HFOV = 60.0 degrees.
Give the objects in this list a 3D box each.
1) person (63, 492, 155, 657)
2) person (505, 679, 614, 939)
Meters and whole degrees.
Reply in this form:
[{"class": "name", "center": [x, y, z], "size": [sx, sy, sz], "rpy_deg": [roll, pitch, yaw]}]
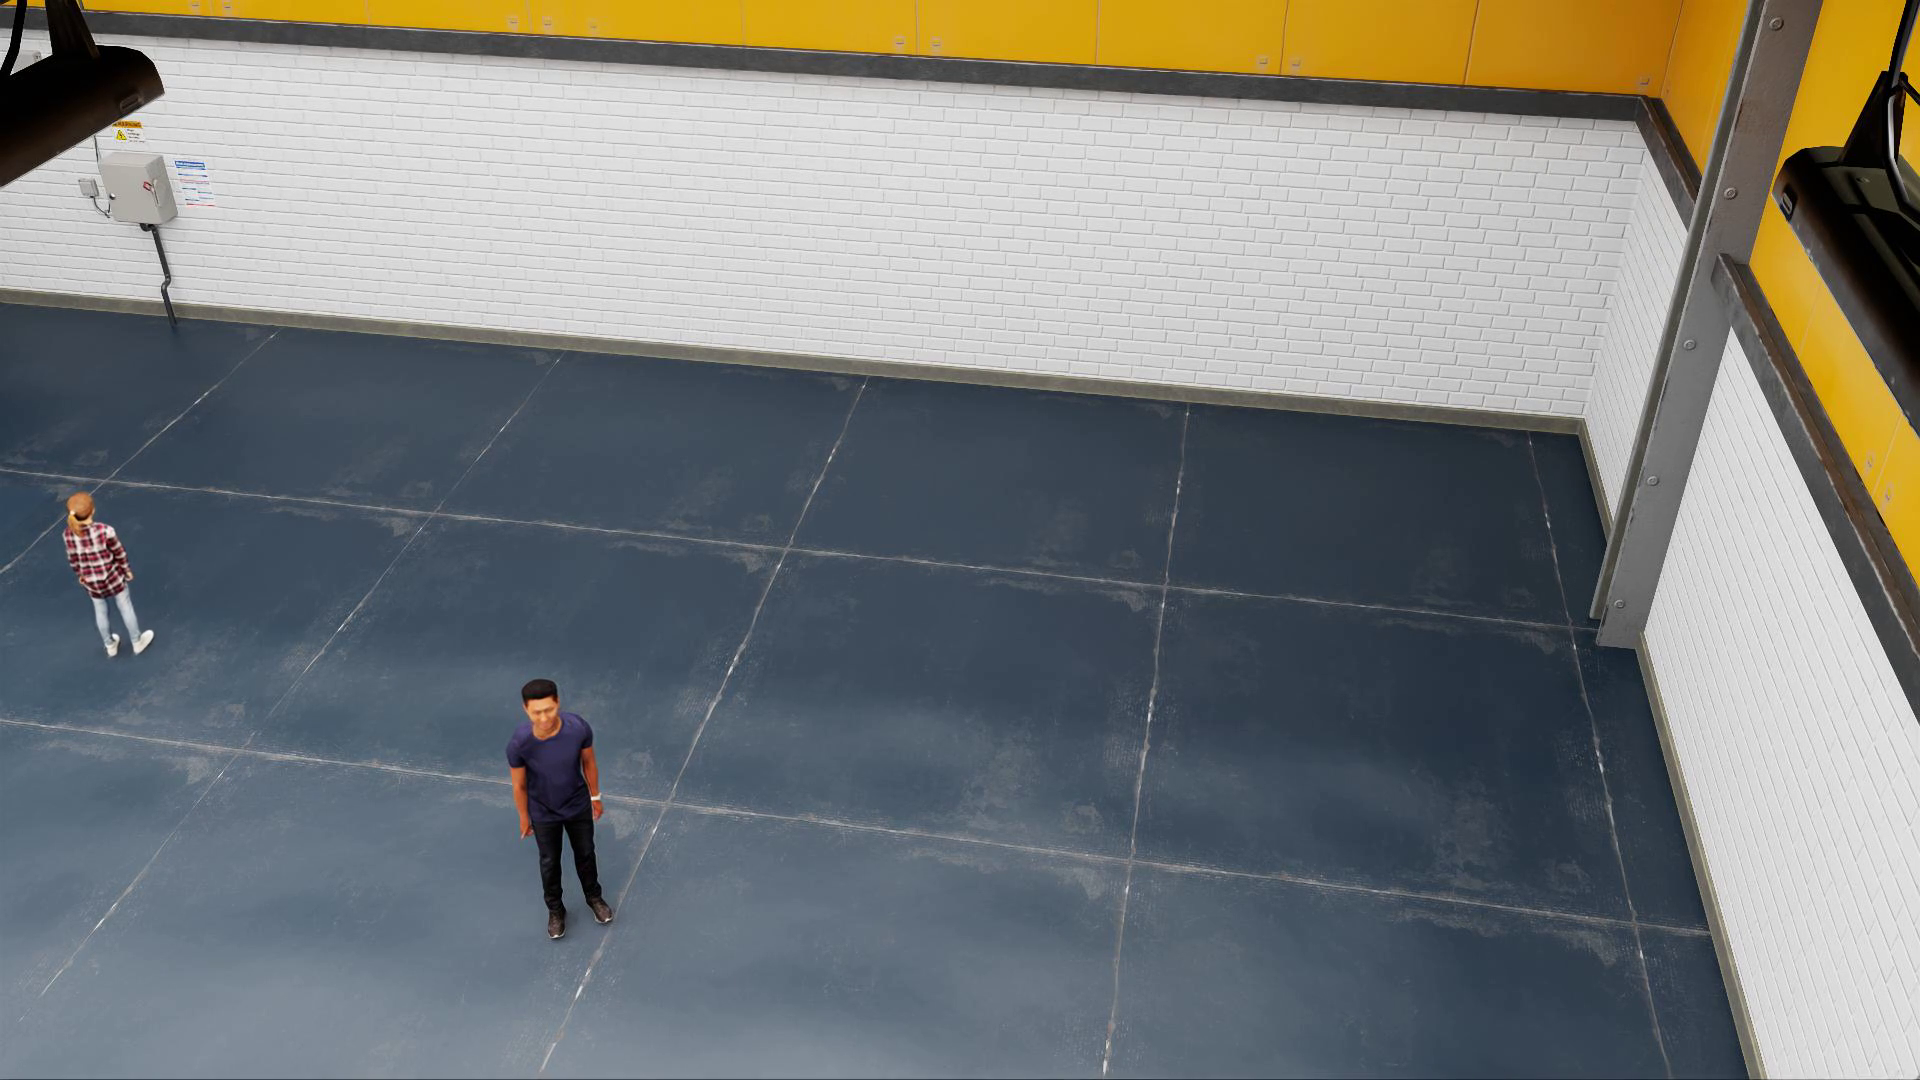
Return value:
[{"class": "person", "center": [-6.075, 0.242, 11.778], "size": [0.592, 1.303, 0.587], "rpy_deg": [-5, 34, -7]}, {"class": "person", "center": [-2.278, 1.493, 9.453], "size": [0.715, 1.793, 0.728], "rpy_deg": [-14, 36, -20]}]
